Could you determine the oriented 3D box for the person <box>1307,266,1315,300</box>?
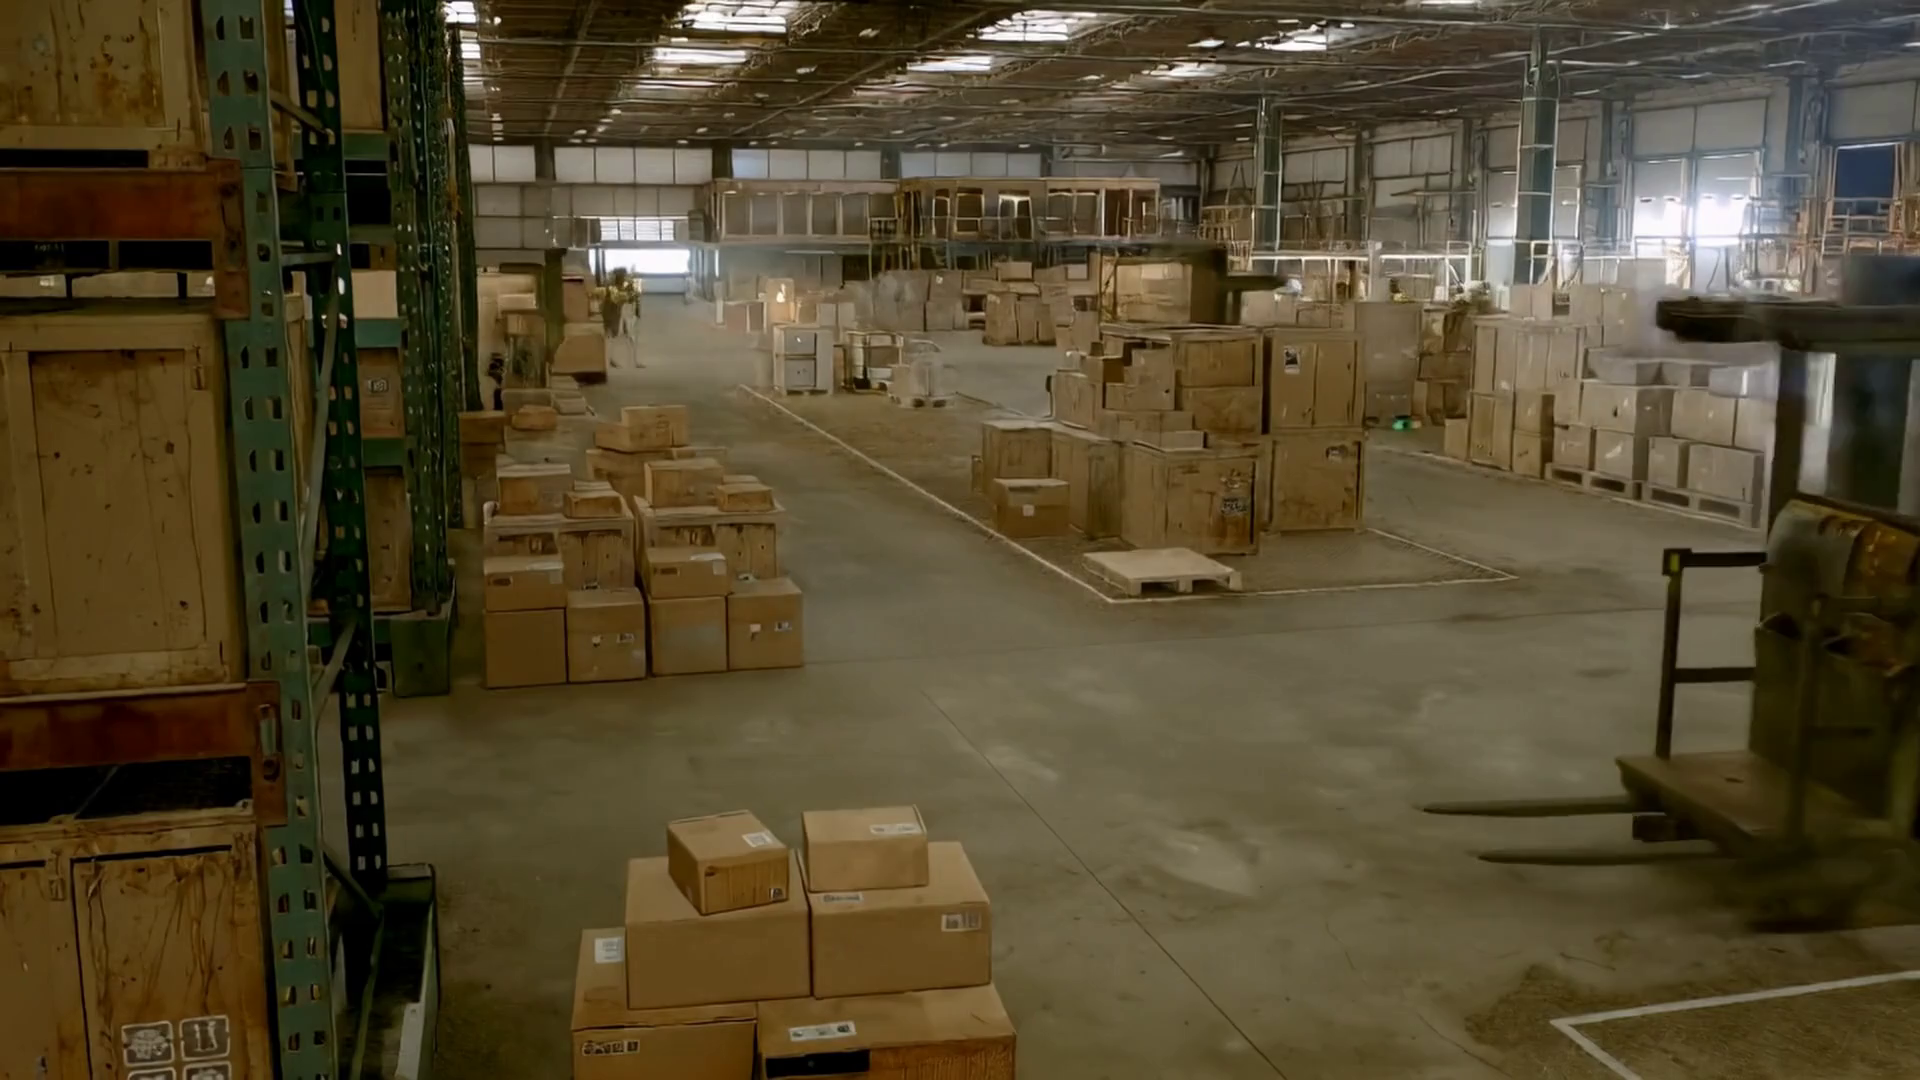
[{"bbox_3d":[17.003,-12.347,80.757,0.373,1.935,0.552,-4,11,-20],"label":"person"}]

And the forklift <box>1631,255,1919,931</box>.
[{"bbox_3d":[4.221,0.150,7.325,1.873,2.768,1.129,-1,10,-8],"label":"forklift"}]

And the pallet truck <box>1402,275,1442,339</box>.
[{"bbox_3d":[14.620,-7.324,52.145,0.823,1.965,1.885,8,13,40],"label":"pallet truck"}]

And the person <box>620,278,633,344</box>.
[{"bbox_3d":[-9.828,-6.787,49.275,0.379,1.937,0.547,-9,13,-41],"label":"person"}]

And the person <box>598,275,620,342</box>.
[{"bbox_3d":[-10.509,-6.959,49.957,0.694,2.000,0.539,2,10,10],"label":"person"}]

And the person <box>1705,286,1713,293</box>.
[{"bbox_3d":[20.225,-5.946,44.905,0.536,1.796,0.924,3,10,17],"label":"person"}]

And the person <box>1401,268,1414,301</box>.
[{"bbox_3d":[20.448,-11.452,75.868,0.981,1.878,0.608,-8,13,-38],"label":"person"}]

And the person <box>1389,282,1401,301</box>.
[{"bbox_3d":[12.118,-6.281,46.555,0.478,1.885,0.630,-1,10,-4],"label":"person"}]

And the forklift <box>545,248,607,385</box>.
[{"bbox_3d":[-8.271,-4.586,34.140,1.873,2.768,1.129,-3,10,-15],"label":"forklift"}]

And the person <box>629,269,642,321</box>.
[{"bbox_3d":[-12.562,-9.419,64.020,0.633,1.982,0.983,1,10,3],"label":"person"}]

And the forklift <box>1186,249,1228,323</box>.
[{"bbox_3d":[3.579,-2.836,24.231,1.873,2.768,1.129,4,11,24],"label":"forklift"}]

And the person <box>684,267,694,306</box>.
[{"bbox_3d":[-13.110,-12.279,80.561,0.567,1.878,0.352,4,11,24],"label":"person"}]

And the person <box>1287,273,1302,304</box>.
[{"bbox_3d":[13.017,-9.497,64.892,0.627,1.844,0.429,-1,10,-7],"label":"person"}]

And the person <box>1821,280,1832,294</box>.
[{"bbox_3d":[24.753,-6.488,47.615,0.483,1.919,0.566,1,10,6],"label":"person"}]

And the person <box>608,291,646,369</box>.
[{"bbox_3d":[-7.833,-4.915,38.978,0.809,1.838,0.523,2,10,12],"label":"person"}]

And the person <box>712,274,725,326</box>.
[{"bbox_3d":[-8.738,-8.676,60.165,0.328,1.872,0.514,6,12,32],"label":"person"}]

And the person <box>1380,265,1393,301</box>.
[{"bbox_3d":[20.733,-12.365,80.834,0.612,1.943,0.404,7,12,34],"label":"person"}]

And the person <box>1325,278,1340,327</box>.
[{"bbox_3d":[11.068,-6.849,49.667,0.450,1.920,0.647,10,14,44],"label":"person"}]

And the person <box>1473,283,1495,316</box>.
[{"bbox_3d":[14.486,-6.162,45.983,0.696,1.868,1.003,-4,11,-24],"label":"person"}]

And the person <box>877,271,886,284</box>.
[{"bbox_3d":[-2.767,-8.657,59.693,0.375,1.997,0.609,7,12,36],"label":"person"}]

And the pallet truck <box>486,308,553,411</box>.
[{"bbox_3d":[-6.242,-2.418,24.362,0.823,1.965,1.885,1,10,3],"label":"pallet truck"}]

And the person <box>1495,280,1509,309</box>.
[{"bbox_3d":[19.081,-8.301,58.515,0.538,1.698,0.319,-2,10,-10],"label":"person"}]
